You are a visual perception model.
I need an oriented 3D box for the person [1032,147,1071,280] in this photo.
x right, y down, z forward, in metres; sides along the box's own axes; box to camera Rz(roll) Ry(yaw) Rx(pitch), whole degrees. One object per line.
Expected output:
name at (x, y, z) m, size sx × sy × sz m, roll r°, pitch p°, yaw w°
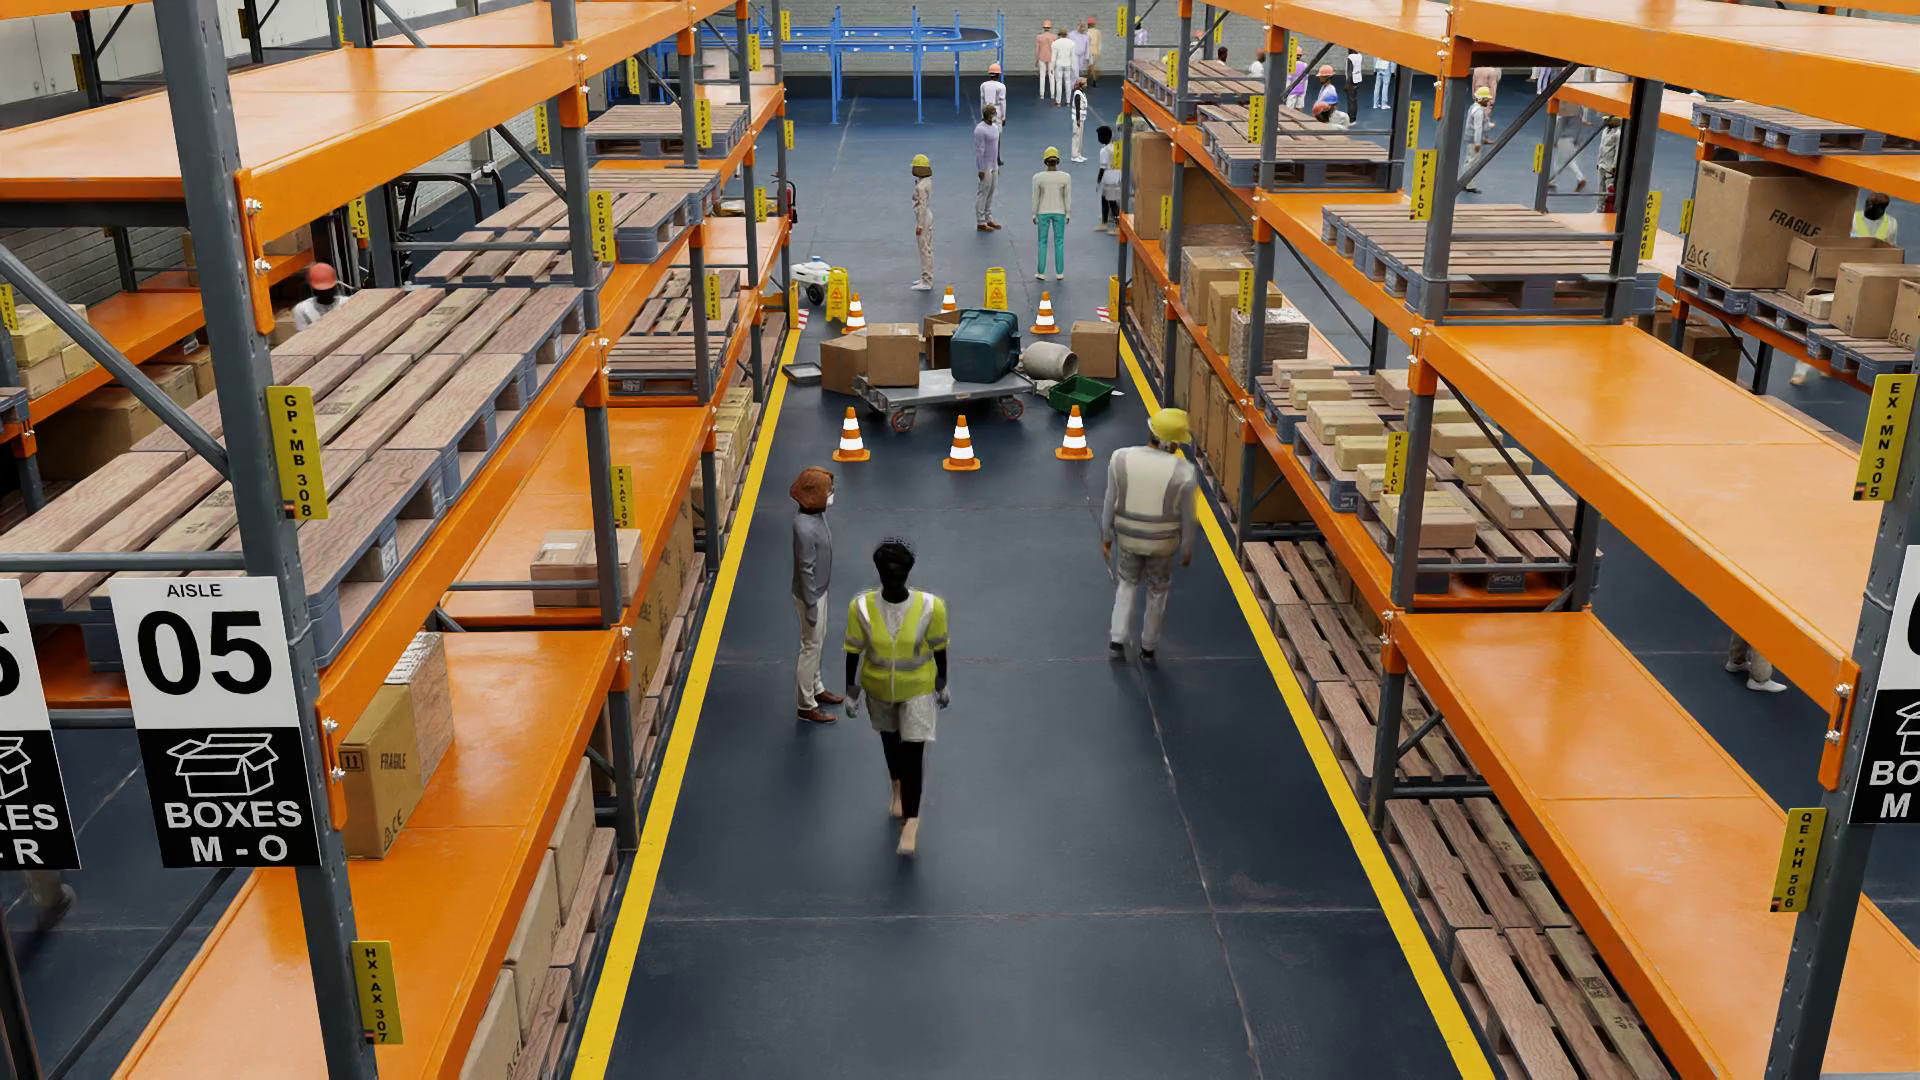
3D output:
person at (1.222, -4.379, 22.326) m, size 0.528 × 1.760 × 0.342 m, roll -1°, pitch 21°, yaw -1°

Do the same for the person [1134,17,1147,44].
person at (5.005, -13.766, 46.911) m, size 0.381 × 1.917 × 0.585 m, roll -15°, pitch 25°, yaw -35°

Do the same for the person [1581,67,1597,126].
person at (14.532, -10.515, 38.393) m, size 0.331 × 1.866 × 0.513 m, roll 1°, pitch 21°, yaw 1°

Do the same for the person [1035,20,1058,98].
person at (2.287, -12.719, 44.034) m, size 0.613 × 1.995 × 0.390 m, roll -1°, pitch 21°, yaw -3°

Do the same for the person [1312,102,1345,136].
person at (5.538, -5.701, 25.504) m, size 0.646 × 1.980 × 0.881 m, roll -4°, pitch 21°, yaw -11°

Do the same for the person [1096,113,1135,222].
person at (2.618, -5.874, 26.329) m, size 0.952 × 1.717 × 0.538 m, roll -3°, pitch 21°, yaw -8°

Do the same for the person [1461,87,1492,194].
person at (9.065, -7.017, 29.203) m, size 0.404 × 1.824 × 0.591 m, roll 2°, pitch 21°, yaw 5°

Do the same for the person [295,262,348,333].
person at (-5.523, -1.562, 14.719) m, size 0.547 × 1.887 × 0.983 m, roll -6°, pitch 22°, yaw -16°

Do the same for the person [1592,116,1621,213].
person at (10.405, -6.047, 26.750) m, size 0.324 × 1.743 × 0.490 m, roll -4°, pitch 21°, yaw -11°

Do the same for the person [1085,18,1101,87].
person at (3.673, -13.783, 47.012) m, size 0.552 × 1.871 × 1.025 m, roll -12°, pitch 24°, yaw -28°

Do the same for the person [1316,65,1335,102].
person at (6.721, -7.730, 30.796) m, size 0.409 × 2.036 × 0.678 m, roll -1°, pitch 21°, yaw -3°

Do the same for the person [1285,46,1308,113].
person at (7.332, -9.804, 36.409) m, size 0.547 × 1.938 × 0.378 m, roll -7°, pitch 22°, yaw -18°

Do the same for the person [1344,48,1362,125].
person at (9.077, -10.575, 38.475) m, size 0.394 × 1.920 × 0.587 m, roll 13°, pitch 25°, yaw 32°

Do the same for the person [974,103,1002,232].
person at (0.435, -5.757, 25.714) m, size 0.367 × 1.939 × 0.635 m, roll 9°, pitch 23°, yaw 23°

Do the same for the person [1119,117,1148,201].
person at (2.964, -6.680, 28.444) m, size 0.490 × 1.730 × 0.324 m, roll 6°, pitch 22°, yaw 17°

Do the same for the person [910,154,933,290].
person at (-0.504, -4.157, 21.757) m, size 0.295 × 1.744 × 0.484 m, roll 2°, pitch 21°, yaw 5°

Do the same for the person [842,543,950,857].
person at (-0.349, 0.821, 8.698) m, size 0.553 × 1.655 × 0.852 m, roll 3°, pitch 21°, yaw 7°

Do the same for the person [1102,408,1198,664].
person at (1.225, -0.010, 10.734) m, size 0.617 × 1.785 × 0.436 m, roll 7°, pitch 22°, yaw 18°

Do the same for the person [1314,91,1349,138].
person at (6.070, -6.414, 27.456) m, size 0.625 × 1.934 × 0.430 m, roll 6°, pitch 22°, yaw 16°

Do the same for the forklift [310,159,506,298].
forklift at (-5.622, -2.910, 17.832) m, size 2.313 × 2.155 × 1.214 m, roll -1°, pitch 21°, yaw -1°

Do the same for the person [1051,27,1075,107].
person at (2.598, -11.999, 42.212) m, size 0.627 × 1.941 × 0.370 m, roll -6°, pitch 21°, yaw -15°

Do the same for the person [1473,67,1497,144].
person at (11.184, -9.405, 35.400) m, size 0.405 × 1.906 × 0.653 m, roll -9°, pitch 22°, yaw -22°

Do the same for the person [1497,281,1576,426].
person at (5.470, -1.997, 15.775) m, size 0.603 × 1.938 × 0.401 m, roll 10°, pitch 23°, yaw 25°

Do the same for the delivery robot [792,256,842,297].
delivery robot at (-1.822, -3.373, 21.205) m, size 0.477 × 0.478 × 0.707 m, roll -18°, pitch 27°, yaw -39°

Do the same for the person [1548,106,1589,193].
person at (10.746, -7.079, 29.263) m, size 0.641 × 1.911 × 0.910 m, roll -18°, pitch 27°, yaw -39°

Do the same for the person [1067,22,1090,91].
person at (3.260, -13.274, 45.707) m, size 0.707 × 1.844 × 0.974 m, roll -12°, pitch 24°, yaw -28°

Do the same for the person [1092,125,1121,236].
person at (2.217, -5.467, 25.323) m, size 0.690 × 1.653 × 0.596 m, roll 10°, pitch 23°, yaw 24°

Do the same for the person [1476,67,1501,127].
person at (12.166, -10.557, 38.258) m, size 0.537 × 2.000 × 0.689 m, roll -5°, pitch 21°, yaw -14°

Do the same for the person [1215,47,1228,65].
person at (5.692, -9.918, 36.762) m, size 0.400 × 1.908 × 0.599 m, roll -4°, pitch 21°, yaw -11°

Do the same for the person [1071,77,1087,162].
person at (2.361, -8.323, 32.927) m, size 0.312 × 1.633 × 0.516 m, roll 5°, pitch 21°, yaw 12°

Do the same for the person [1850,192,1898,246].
person at (10.142, -3.037, 18.737) m, size 0.627 × 1.807 × 0.913 m, roll 4°, pitch 21°, yaw 10°

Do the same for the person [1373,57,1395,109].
person at (10.644, -11.821, 41.783) m, size 0.398 × 1.911 × 0.587 m, roll -18°, pitch 27°, yaw -39°

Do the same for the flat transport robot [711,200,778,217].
flat transport robot at (-3.532, -5.363, 26.991) m, size 0.652 × 0.197 × 1.431 m, roll 7°, pitch 22°, yaw 18°

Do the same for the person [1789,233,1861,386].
person at (9.092, -2.544, 17.399) m, size 0.630 × 1.811 × 0.839 m, roll 15°, pitch 26°, yaw 35°

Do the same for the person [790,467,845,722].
person at (-0.873, 0.325, 10.077) m, size 0.294 × 1.623 × 0.507 m, roll 1°, pitch 21°, yaw 2°

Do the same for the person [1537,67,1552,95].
person at (15.908, -12.948, 44.973) m, size 0.523 × 1.760 × 0.327 m, roll -14°, pitch 25°, yaw -32°

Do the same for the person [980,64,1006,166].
person at (0.660, -8.271, 32.375) m, size 0.544 × 1.930 × 0.388 m, roll 11°, pitch 24°, yaw 28°
